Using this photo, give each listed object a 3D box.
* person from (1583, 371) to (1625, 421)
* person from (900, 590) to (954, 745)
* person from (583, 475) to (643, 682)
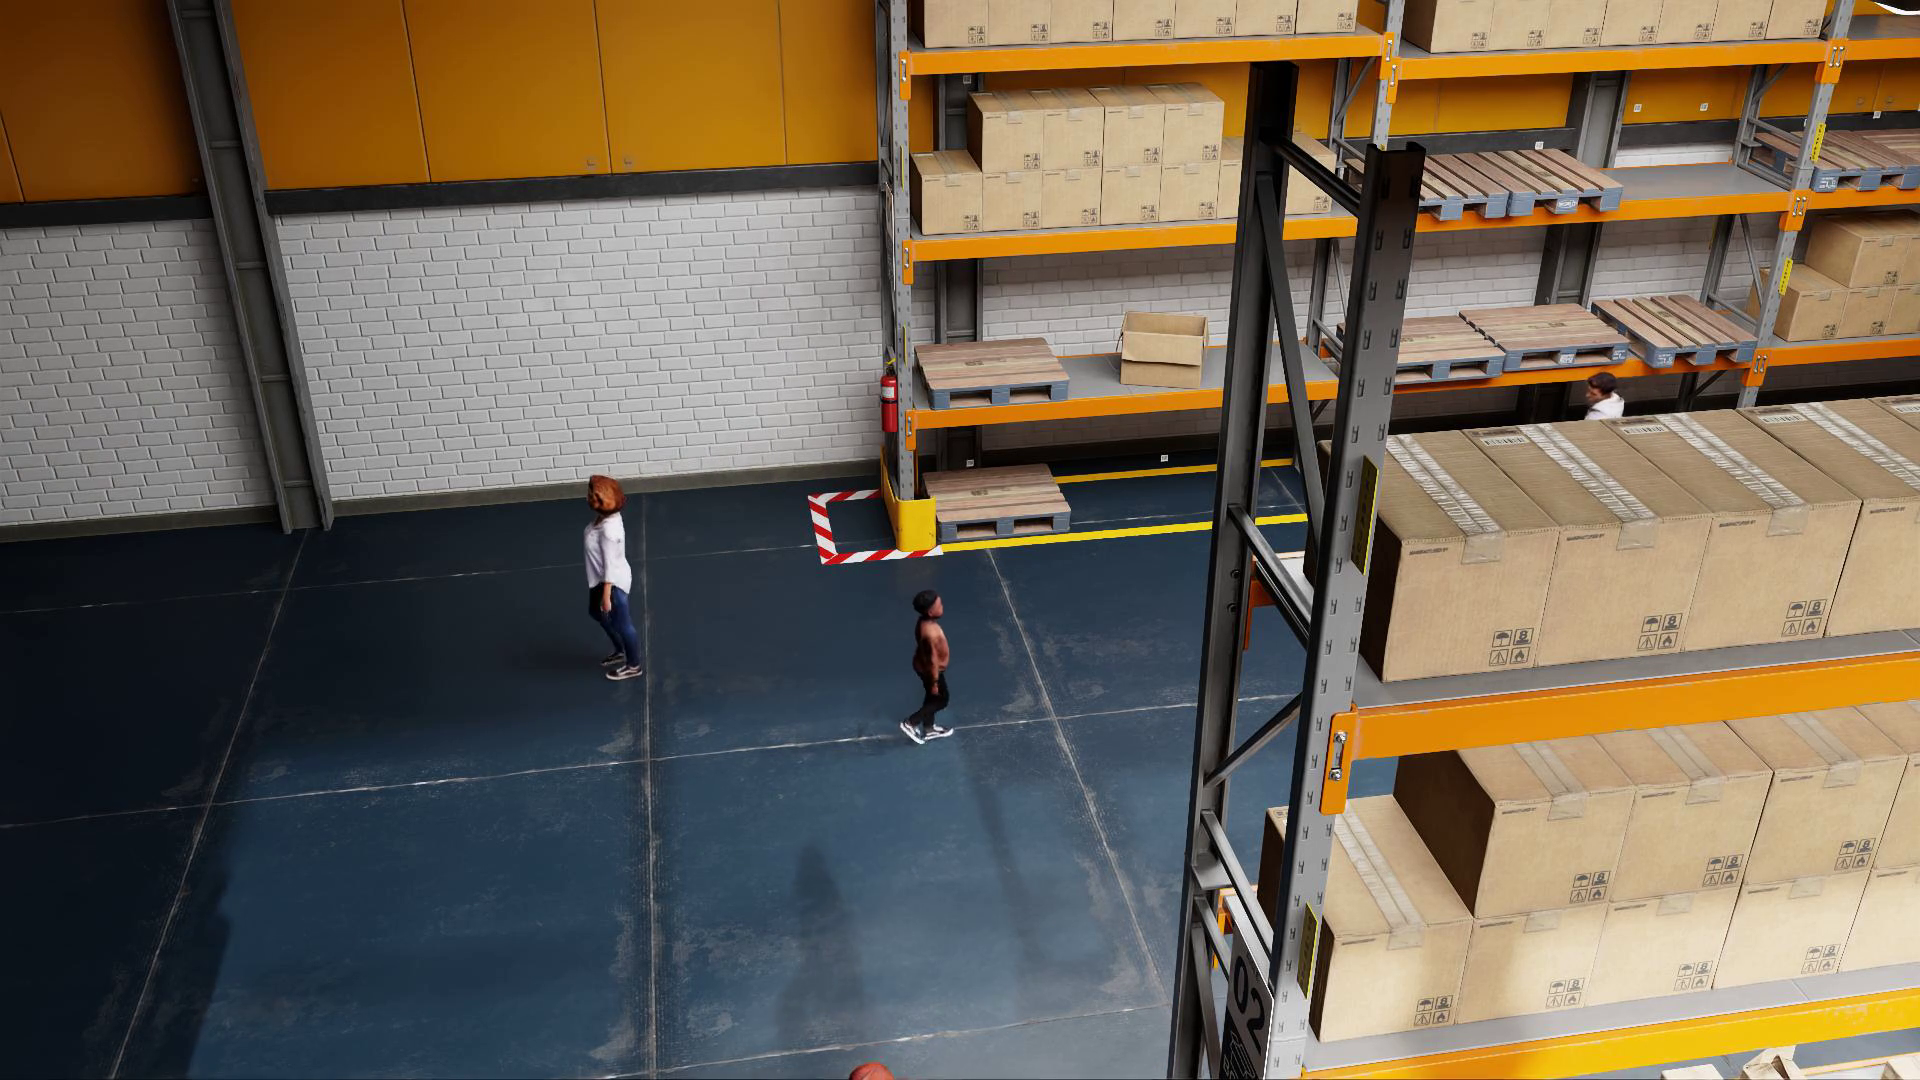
[{"bbox_3d":[5.370,-0.545,13.893,0.975,1.888,0.969,22,35,34],"label":"person"},{"bbox_3d":[-0.271,0.924,11.871,0.601,1.246,0.520,-5,29,-9],"label":"person"},{"bbox_3d":[-2.542,0.275,12.579,0.627,1.707,0.679,-8,30,-14],"label":"person"}]
